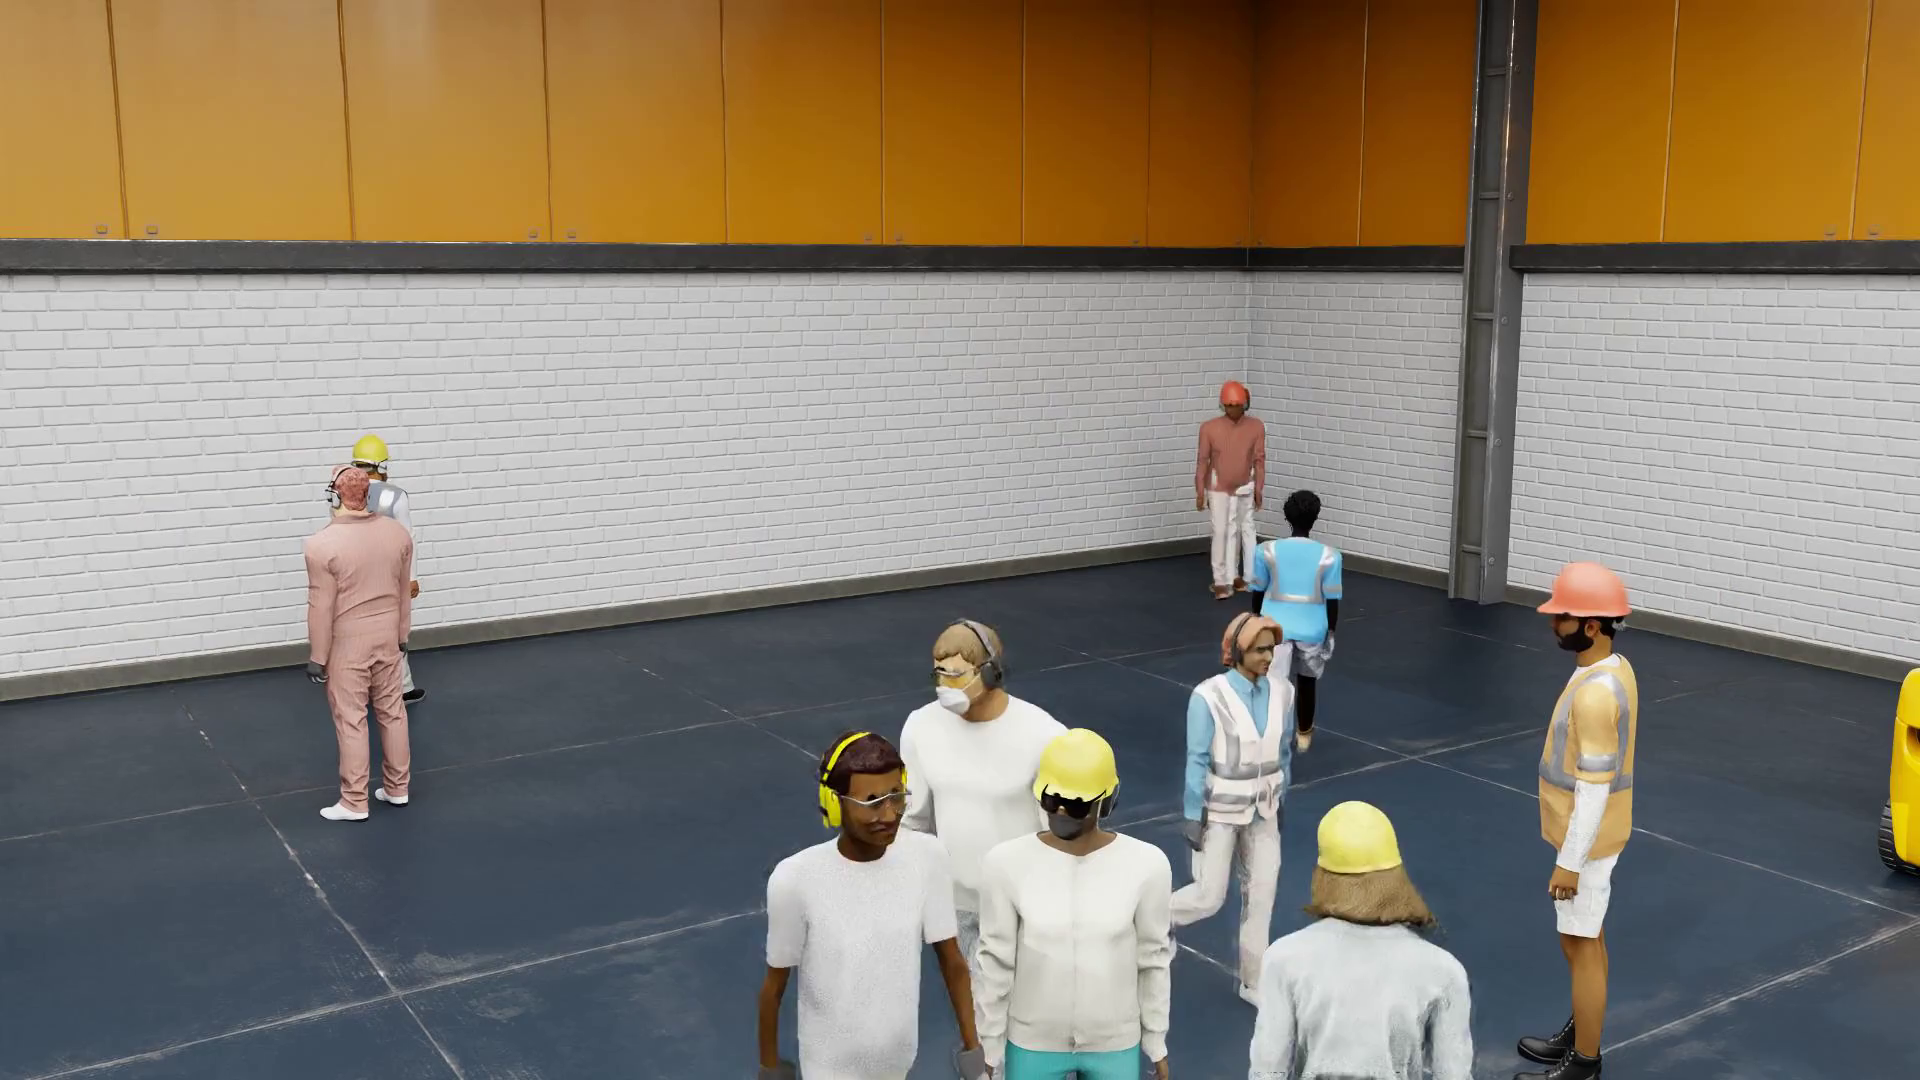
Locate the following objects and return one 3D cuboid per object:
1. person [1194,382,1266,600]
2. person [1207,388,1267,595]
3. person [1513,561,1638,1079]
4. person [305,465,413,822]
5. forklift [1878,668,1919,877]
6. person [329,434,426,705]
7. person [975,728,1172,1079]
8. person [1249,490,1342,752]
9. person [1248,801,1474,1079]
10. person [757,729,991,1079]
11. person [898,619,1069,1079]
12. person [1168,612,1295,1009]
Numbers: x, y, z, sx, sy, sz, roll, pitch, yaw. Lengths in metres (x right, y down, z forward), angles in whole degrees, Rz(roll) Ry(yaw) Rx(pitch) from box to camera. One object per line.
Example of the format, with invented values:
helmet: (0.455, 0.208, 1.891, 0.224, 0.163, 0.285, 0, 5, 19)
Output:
person: (2.411, -0.448, 14.864, 0.617, 1.940, 0.713, -1, 10, -8)
person: (2.484, -0.447, 14.970, 0.585, 1.882, 0.343, -5, 11, -27)
person: (2.190, 1.031, 5.902, 0.353, 1.939, 0.544, 4, 10, 23)
person: (-3.227, 0.549, 8.902, 0.410, 1.909, 0.642, 6, 11, 31)
forklift: (5.511, 0.571, 7.906, 2.313, 2.155, 1.214, -6, 11, -33)
person: (-3.899, 0.208, 11.172, 0.590, 1.836, 0.404, 2, 10, 11)
person: (0.307, 1.355, 4.475, 0.533, 1.765, 0.322, 0, 9, -2)
person: (1.969, 0.526, 9.804, 0.531, 1.649, 0.874, 2, 10, 9)
person: (0.951, 1.480, 3.963, 0.530, 1.693, 0.943, 3, 10, 16)
person: (-0.224, 1.363, 4.254, 0.506, 1.822, 0.959, -6, 11, -33)
person: (0.097, 1.162, 5.326, 0.651, 1.882, 1.040, 6, 11, 34)
person: (1.051, 1.061, 6.659, 0.526, 1.621, 0.601, -5, 11, -29)
